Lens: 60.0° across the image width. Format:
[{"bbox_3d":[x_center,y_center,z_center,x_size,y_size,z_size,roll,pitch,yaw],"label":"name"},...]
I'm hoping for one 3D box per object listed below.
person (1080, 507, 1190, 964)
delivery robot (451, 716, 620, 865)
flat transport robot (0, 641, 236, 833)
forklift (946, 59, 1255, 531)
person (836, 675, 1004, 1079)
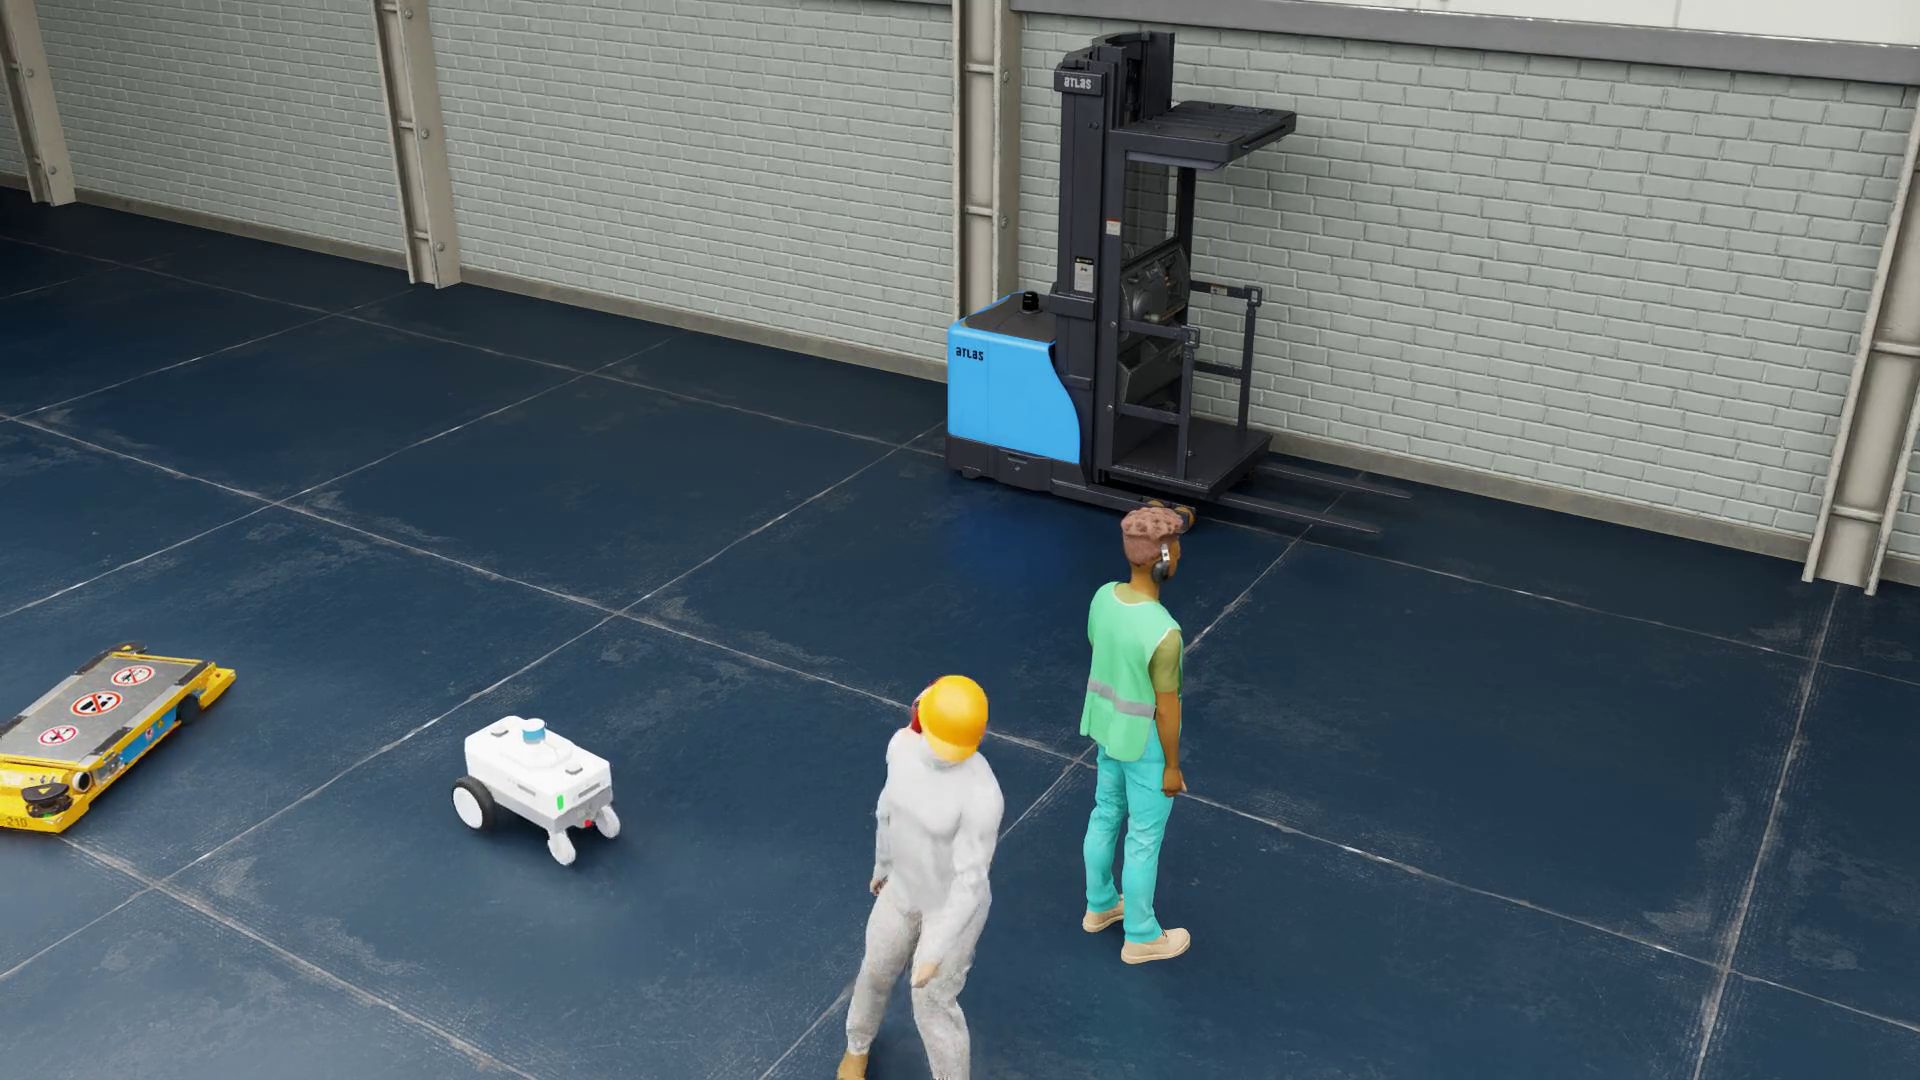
[{"bbox_3d":[0.693,0.787,6.598,0.404,1.978,0.483,-15,29,-29],"label":"person"},{"bbox_3d":[-1.935,1.097,7.613,0.801,0.602,0.499,18,31,33],"label":"delivery robot"},{"bbox_3d":[-4.306,0.948,8.253,0.659,0.231,1.431,5,26,9],"label":"flat transport robot"},{"bbox_3d":[0.933,-1.707,10.833,1.873,2.768,1.129,15,29,28],"label":"forklift"},{"bbox_3d":[-0.151,1.243,5.782,0.456,1.849,0.667,-20,32,-36],"label":"person"}]
